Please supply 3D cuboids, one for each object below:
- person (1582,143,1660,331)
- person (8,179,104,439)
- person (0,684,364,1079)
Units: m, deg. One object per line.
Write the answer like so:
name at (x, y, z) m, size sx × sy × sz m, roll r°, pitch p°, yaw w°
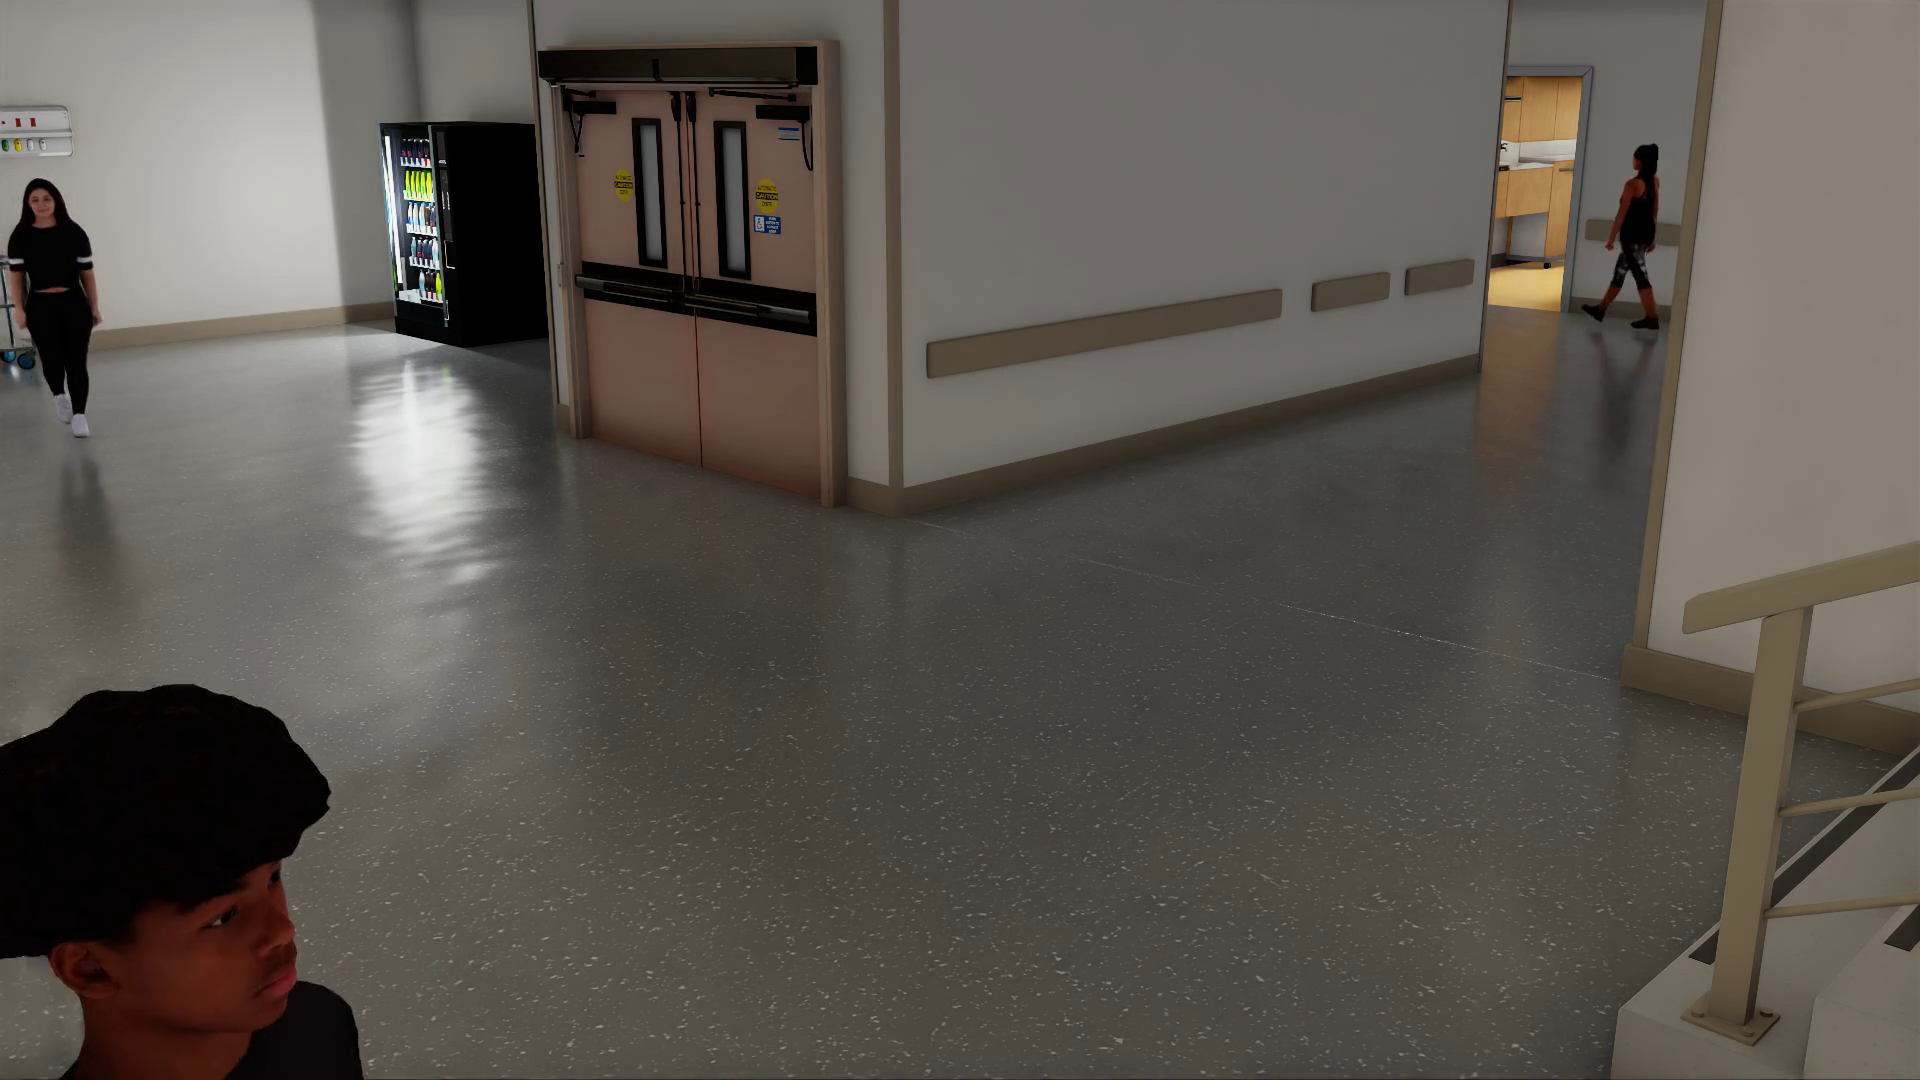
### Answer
person at (6.076, -2.660, 14.784) m, size 0.724 × 1.620 × 1.083 m, roll -11°, pitch 19°, yaw -35°
person at (-5.713, -1.466, 10.541) m, size 0.701 × 1.623 × 0.793 m, roll -11°, pitch 19°, yaw -34°
person at (-0.764, 0.981, 1.579) m, size 1.097 × 1.776 × 0.911 m, roll 5°, pitch 16°, yaw 16°
